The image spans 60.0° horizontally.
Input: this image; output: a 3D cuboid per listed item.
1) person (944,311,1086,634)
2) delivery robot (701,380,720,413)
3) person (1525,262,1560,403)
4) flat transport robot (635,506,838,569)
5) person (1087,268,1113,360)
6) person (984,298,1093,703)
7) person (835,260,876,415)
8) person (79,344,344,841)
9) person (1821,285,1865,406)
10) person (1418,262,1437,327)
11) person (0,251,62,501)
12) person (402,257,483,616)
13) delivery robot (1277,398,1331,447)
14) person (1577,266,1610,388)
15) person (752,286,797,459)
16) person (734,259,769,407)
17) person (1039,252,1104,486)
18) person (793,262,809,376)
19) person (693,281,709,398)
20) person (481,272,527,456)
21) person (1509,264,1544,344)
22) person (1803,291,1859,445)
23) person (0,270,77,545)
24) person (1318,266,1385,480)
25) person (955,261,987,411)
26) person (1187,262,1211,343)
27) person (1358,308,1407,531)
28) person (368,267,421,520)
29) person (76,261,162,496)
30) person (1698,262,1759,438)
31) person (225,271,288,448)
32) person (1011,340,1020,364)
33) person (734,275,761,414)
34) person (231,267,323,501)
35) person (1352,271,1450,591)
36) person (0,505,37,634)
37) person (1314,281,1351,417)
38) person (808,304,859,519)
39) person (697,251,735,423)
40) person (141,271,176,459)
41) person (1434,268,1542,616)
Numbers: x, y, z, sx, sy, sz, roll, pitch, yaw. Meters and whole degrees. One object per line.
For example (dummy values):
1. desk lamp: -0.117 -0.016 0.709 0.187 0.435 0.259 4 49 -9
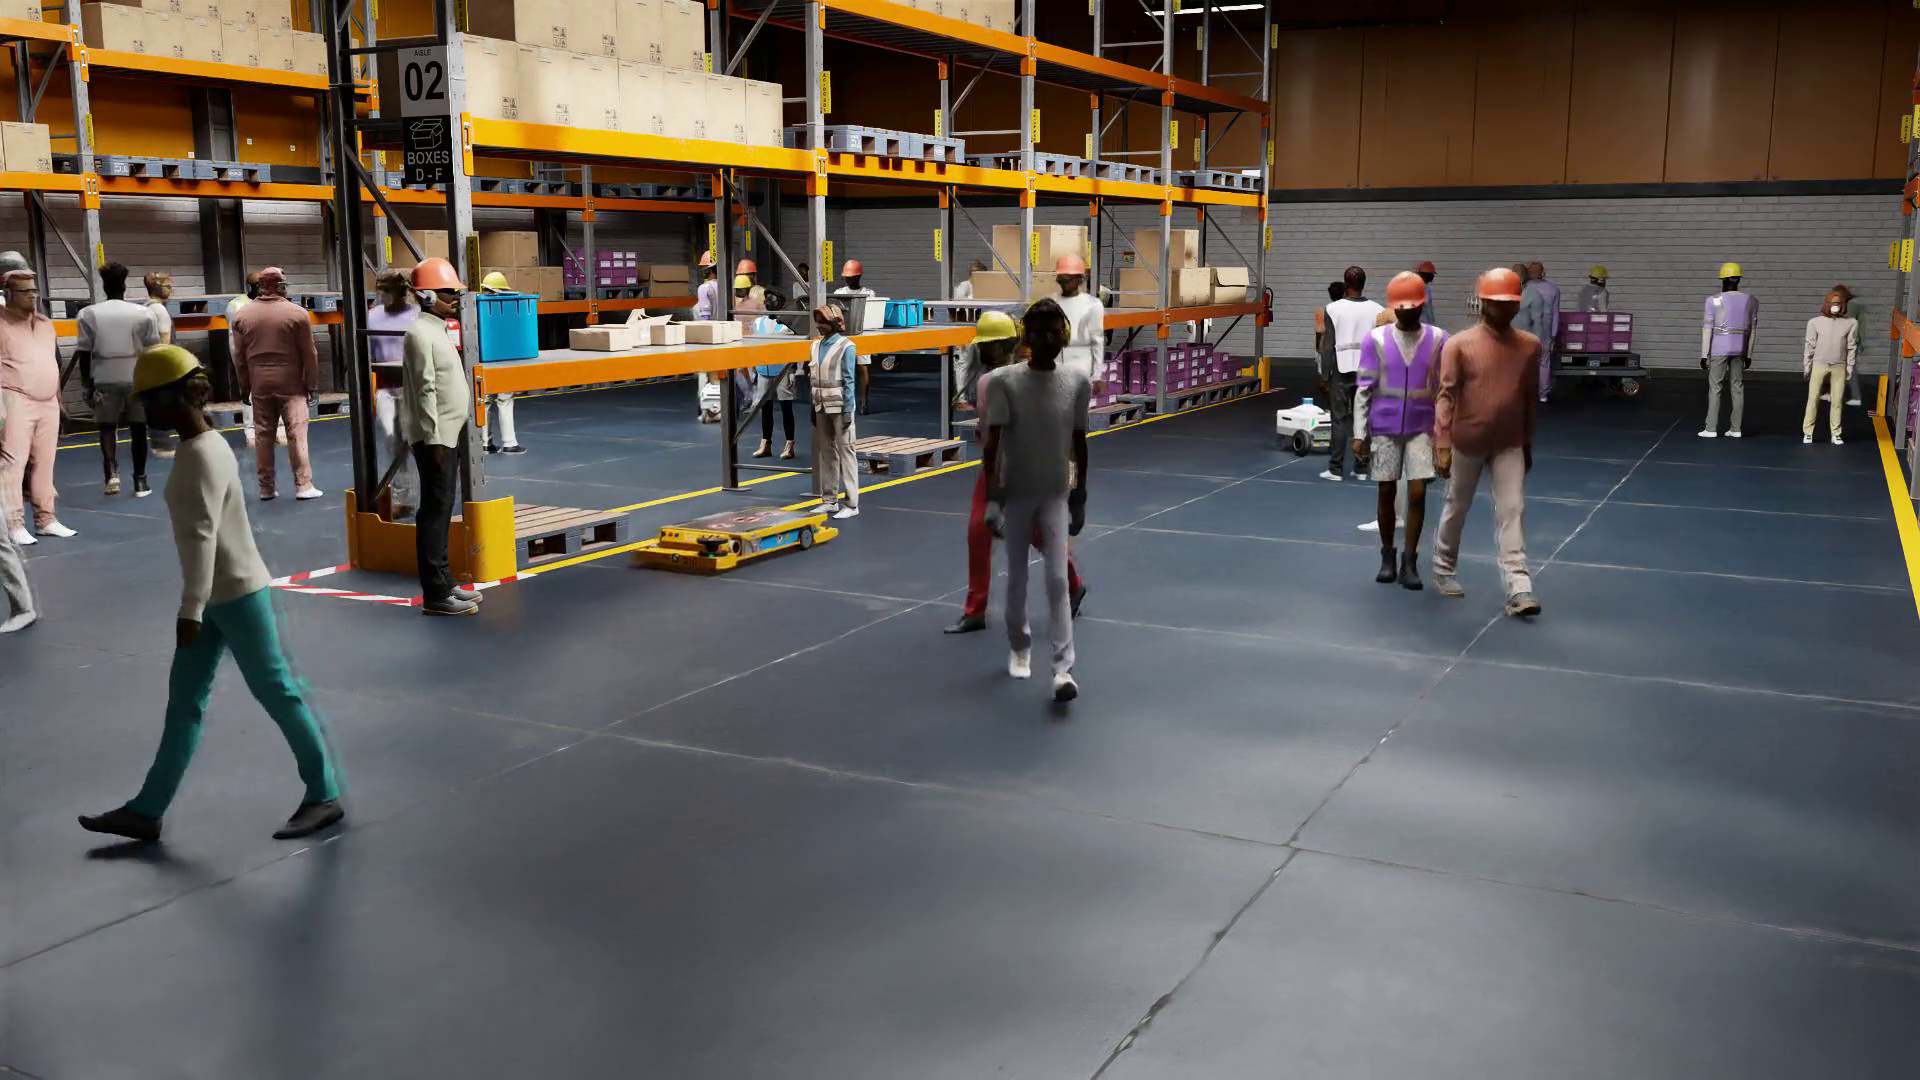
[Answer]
1. person: 0.319 -0.378 8.979 0.894 1.724 0.533 -8 13 -39
2. delivery robot: -2.924 -1.742 19.986 0.477 0.478 0.707 -1 10 -4
3. person: 7.745 -2.793 22.454 0.636 1.903 0.404 1 10 6
4. flat transport robot: -1.475 -0.034 11.189 0.652 0.197 1.431 5 11 28
5. person: 1.808 -2.834 22.892 0.625 1.836 0.428 0 10 -2
6. person: 0.354 -0.181 7.586 0.517 1.812 1.013 0 10 -2
7. person: -1.312 -2.511 20.732 0.547 1.930 0.382 1 10 8
8. person: -2.570 0.204 5.655 0.861 1.708 0.635 -6 12 -32
9. person: 11.796 -2.607 22.264 0.503 1.578 0.786 -4 11 -22
10. person: 7.173 -3.406 26.048 0.986 1.897 0.550 1 10 4
11. person: -7.681 -1.347 13.674 0.538 2.000 0.683 -6 11 -29
12. person: -2.923 -0.577 9.349 0.377 1.995 0.608 -2 10 -9
13. delivery robot: 3.504 -1.189 16.782 0.477 0.478 0.707 -4 10 -20
14. person: 9.557 -3.201 25.055 0.417 1.822 0.622 -3 10 -16
15. person: -1.821 -1.641 16.365 0.535 1.700 0.318 4 11 23
16. person: -2.754 -2.689 21.743 0.551 1.935 0.372 7 12 34
17. person: 0.959 -1.496 14.557 0.627 2.032 0.557 4 11 23
18. person: -2.544 -3.628 27.387 0.534 1.864 0.309 4 11 21
19. person: -3.154 -2.463 21.085 0.488 1.712 0.800 1 10 3
20. person: -4.644 -1.757 16.666 0.592 1.825 0.404 4 11 24
21. person: 6.663 -2.373 20.066 1.031 1.880 0.654 -6 11 -30
22. person: 9.196 -1.816 17.601 0.492 1.625 0.284 3 10 19
23. person: -6.517 -0.929 11.646 0.403 1.904 0.651 3 10 14
24. person: 3.501 -1.475 14.822 0.598 1.907 0.403 -3 10 -14
25. person: 0.136 -2.608 21.405 0.374 1.908 0.662 6 11 31
26. person: 3.781 -3.446 26.298 0.575 1.880 0.359 -9 13 -41
27. person: 3.135 -0.873 12.138 0.299 1.622 0.503 6 12 33
28. person: -4.243 -1.127 12.775 0.644 1.919 0.581 3 10 14
29. person: -6.911 -1.319 13.751 0.634 1.954 0.433 -3 10 -19
30. person: 8.396 -2.069 18.213 0.588 1.918 0.397 0 10 -2
31. person: -7.282 -1.875 17.341 0.624 1.836 0.429 -9 13 -42
32. person: 0.775 -3.058 23.931 0.585 1.920 0.382 -5 11 -25
33. person: -2.683 -2.453 20.926 0.384 1.752 0.523 -8 13 -39
34. person: -5.572 -1.270 13.625 0.652 1.904 0.402 0 10 -2
35. person: 2.674 -0.662 10.078 0.589 1.914 0.507 2 10 9
36. person: -5.209 -0.244 8.588 0.518 1.592 0.874 3 10 15
37. person: 4.556 -2.281 20.105 0.540 1.688 0.543 0 10 1
38. person: -0.973 -0.980 12.731 0.311 1.635 0.511 -9 14 -43
39. person: -2.951 -2.422 19.889 0.377 2.045 0.605 5 11 27
40. person: -7.898 -1.727 16.441 0.329 1.844 0.512 -10 14 -44
41. person: 2.997 -0.566 9.452 0.657 1.934 1.056 -1 10 -6
